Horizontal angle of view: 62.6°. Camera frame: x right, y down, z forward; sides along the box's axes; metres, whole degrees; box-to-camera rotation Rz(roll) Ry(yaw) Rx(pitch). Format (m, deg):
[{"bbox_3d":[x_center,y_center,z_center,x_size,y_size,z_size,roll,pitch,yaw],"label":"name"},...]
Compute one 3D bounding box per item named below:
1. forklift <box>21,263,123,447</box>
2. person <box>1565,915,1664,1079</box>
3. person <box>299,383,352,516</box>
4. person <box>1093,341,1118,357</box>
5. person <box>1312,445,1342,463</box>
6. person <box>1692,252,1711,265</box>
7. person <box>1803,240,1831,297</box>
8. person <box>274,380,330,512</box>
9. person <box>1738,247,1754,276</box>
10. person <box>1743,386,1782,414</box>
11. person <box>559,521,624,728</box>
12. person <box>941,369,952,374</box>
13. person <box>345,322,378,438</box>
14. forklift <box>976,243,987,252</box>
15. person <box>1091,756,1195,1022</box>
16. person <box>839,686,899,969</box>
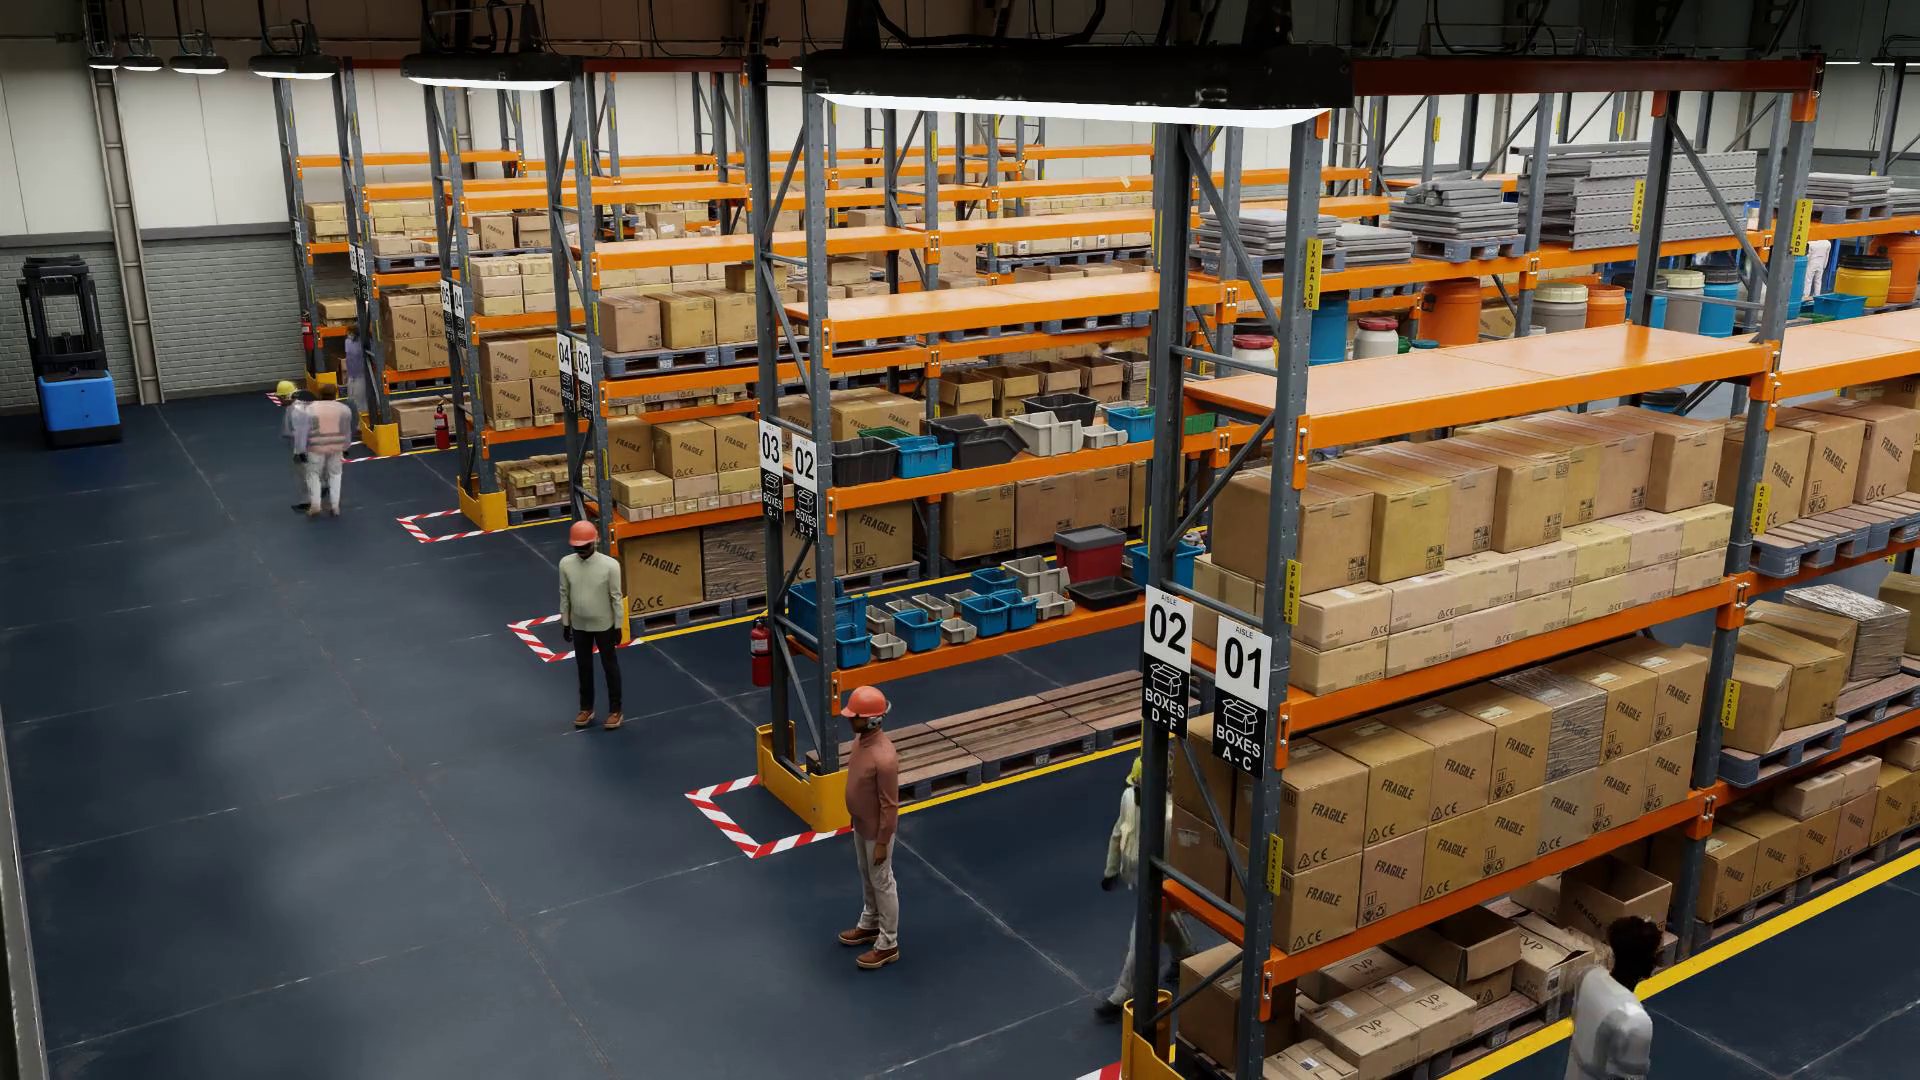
[{"bbox_3d":[-14.518,-3.079,25.708,1.129,2.768,1.873,-10,20,-31],"label":"forklift"},{"bbox_3d":[3.208,2.791,7.960,0.562,1.949,0.629,0,17,0],"label":"person"},{"bbox_3d":[-8.574,-1.227,21.397,0.721,1.806,0.430,-11,20,-31],"label":"person"},{"bbox_3d":[2.204,-2.392,24.997,0.803,1.914,0.634,-10,20,-30],"label":"person"},{"bbox_3d":[4.943,-1.232,21.187,0.373,1.928,0.543,-11,20,-31],"label":"person"},{"bbox_3d":[19.762,-7.592,42.175,0.518,1.854,0.404,-6,18,-20],"label":"person"},{"bbox_3d":[21.581,-6.924,39.886,0.641,1.908,0.407,-2,17,-6],"label":"person"},{"bbox_3d":[-9.028,-1.301,21.612,0.522,1.807,0.626,-7,18,-22],"label":"person"},{"bbox_3d":[20.320,-7.098,40.611,0.637,1.804,0.865,-7,18,-20],"label":"person"},{"bbox_3d":[12.385,-2.201,24.371,0.586,1.919,0.548,14,22,38],"label":"person"},{"bbox_3d":[-3.390,0.769,14.534,0.618,1.986,0.406,3,17,10],"label":"person"},{"bbox_3d":[-0.218,-1.530,22.393,0.966,1.788,0.644,-10,20,-29],"label":"person"},{"bbox_3d":[-9.782,-2.644,25.852,0.669,1.909,0.609,15,22,40],"label":"person"},{"bbox_3d":[0.988,-5.474,34.718,1.214,2.155,2.313,-10,20,-31],"label":"forklift"},{"bbox_3d":[1.256,2.177,10.270,0.982,1.785,0.606,-11,20,-32],"label":"person"},{"bbox_3d":[-0.608,1.924,10.728,0.381,1.995,0.611,-7,18,-22],"label":"person"}]
